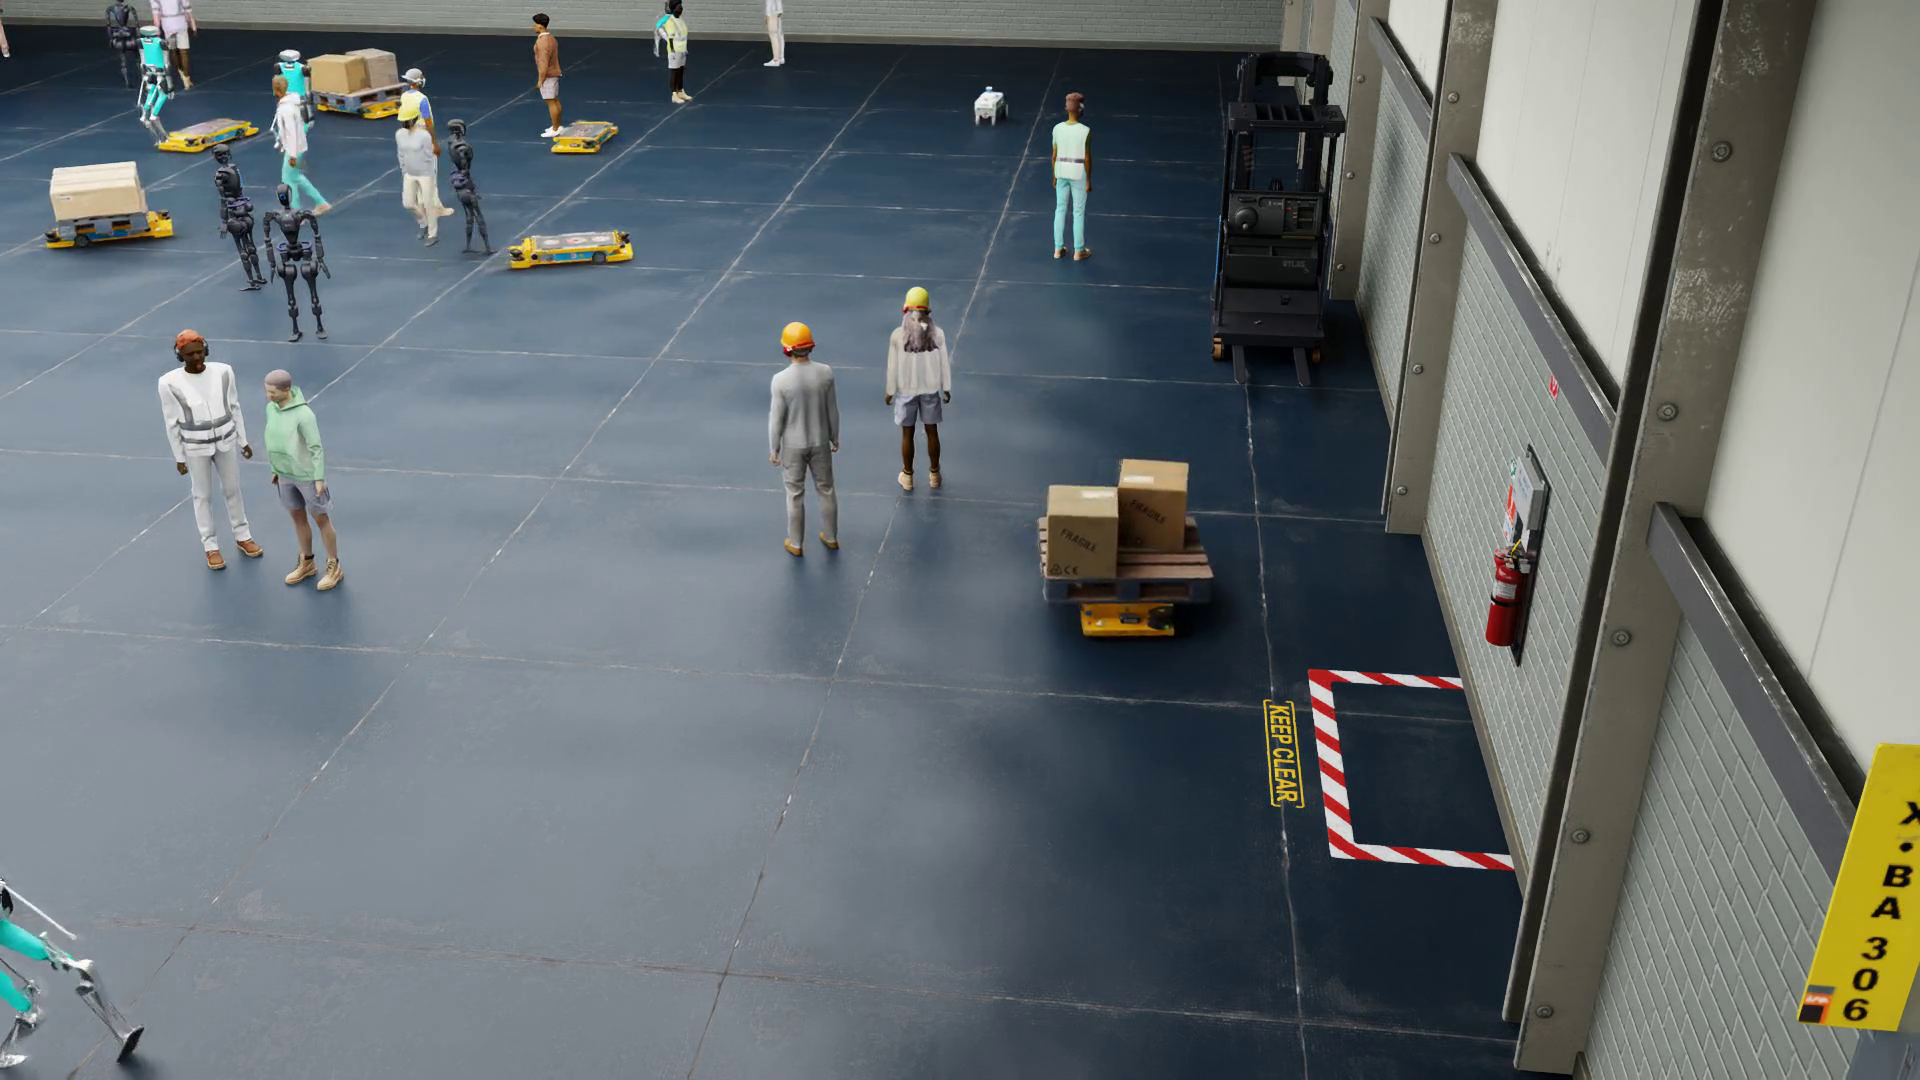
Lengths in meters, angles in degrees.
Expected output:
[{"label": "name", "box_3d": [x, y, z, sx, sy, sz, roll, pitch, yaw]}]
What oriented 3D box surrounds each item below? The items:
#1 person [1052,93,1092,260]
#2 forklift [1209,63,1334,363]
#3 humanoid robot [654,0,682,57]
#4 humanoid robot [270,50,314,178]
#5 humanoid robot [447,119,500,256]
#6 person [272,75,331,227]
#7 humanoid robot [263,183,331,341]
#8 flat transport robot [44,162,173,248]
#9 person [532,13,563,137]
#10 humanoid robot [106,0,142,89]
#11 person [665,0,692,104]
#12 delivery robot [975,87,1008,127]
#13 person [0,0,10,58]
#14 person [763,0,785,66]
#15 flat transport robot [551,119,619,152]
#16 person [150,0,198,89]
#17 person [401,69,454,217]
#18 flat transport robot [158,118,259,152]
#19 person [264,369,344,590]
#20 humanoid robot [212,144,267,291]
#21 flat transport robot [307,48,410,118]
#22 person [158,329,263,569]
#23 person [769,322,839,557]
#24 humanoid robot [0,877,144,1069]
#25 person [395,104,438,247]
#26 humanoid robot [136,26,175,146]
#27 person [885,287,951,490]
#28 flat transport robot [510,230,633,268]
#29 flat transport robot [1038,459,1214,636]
[{"label": "person", "box_3d": [1.330, -4.336, 19.890, 0.486, 1.977, 0.388, 12, 29, 22]}, {"label": "forklift", "box_3d": [3.241, -3.477, 17.183, 1.129, 2.768, 1.873, 3, 27, 6]}, {"label": "humanoid robot", "box_3d": [-5.634, -10.133, 31.727, 0.863, 1.775, 0.600, 9, 28, 17]}, {"label": "humanoid robot", "box_3d": [-9.363, -5.860, 23.268, 0.559, 1.850, 0.761, 6, 27, 11]}, {"label": "humanoid robot", "box_3d": [-5.909, -4.276, 20.112, 0.459, 1.651, 0.604, -12, 29, -22]}, {"label": "person", "box_3d": [-8.538, -4.994, 21.291, 0.597, 1.889, 0.543, -9, 28, -18]}, {"label": "humanoid robot", "box_3d": [-6.903, -2.899, 17.338, 0.599, 1.657, 0.315, -7, 27, -13]}, {"label": "flat transport robot", "box_3d": [-10.725, -3.922, 20.968, 1.431, 0.231, 0.659, -12, 29, -22]}, {"label": "person", "box_3d": [-6.358, -7.194, 25.728, 0.391, 1.855, 0.796, 0, 27, 0]}, {"label": "humanoid robot", "box_3d": [-14.617, -8.782, 29.128, 0.613, 1.628, 0.684, -1, 27, -2]}, {"label": "person", "box_3d": [-4.742, -8.233, 27.977, 0.322, 1.696, 0.534, 9, 28, 17]}, {"label": "delivery robot", "box_3d": [0.473, -6.982, 26.744, 0.499, 0.583, 0.767, 6, 27, 12]}, {"label": "person", "box_3d": [-18.416, -10.055, 31.385, 0.642, 1.908, 0.414, -22, 34, -37]}, {"label": "person", "box_3d": [-3.452, -9.750, 30.811, 0.407, 1.876, 0.499, 10, 28, 19]}, {"label": "flat transport robot", "box_3d": [-5.738, -6.180, 25.476, 0.659, 0.231, 1.431, 2, 27, 4]}, {"label": "person", "box_3d": [-13.746, -8.988, 29.165, 0.653, 1.981, 1.033, -8, 28, -16]}, {"label": "person", "box_3d": [-6.985, -5.150, 21.610, 0.532, 1.893, 0.398, 18, 32, 32]}, {"label": "flat transport robot", "box_3d": [-11.550, -6.228, 25.572, 0.659, 0.231, 1.431, 9, 28, 17]}, {"label": "person", "box_3d": [-4.922, -0.462, 12.421, 0.473, 1.738, 0.338, 11, 29, 20]}, {"label": "humanoid robot", "box_3d": [-8.219, -3.670, 18.883, 0.315, 1.653, 0.599, 1, 27, 1]}, {"label": "flat transport robot", "box_3d": [-9.883, -7.168, 27.447, 1.431, 0.231, 0.659, 16, 31, 28]}, {"label": "person", "box_3d": [-5.743, -0.707, 12.751, 0.572, 1.882, 0.354, -23, 35, -38]}, {"label": "person", "box_3d": [-1.203, -0.775, 12.885, 0.577, 1.888, 0.380, -11, 28, -20]}, {"label": "humanoid robot", "box_3d": [-4.403, 1.834, 7.871, 0.922, 1.789, 0.544, 1, 27, 2]}, {"label": "person", "box_3d": [-6.652, -4.464, 20.396, 0.527, 1.753, 0.368, 8, 28, 15]}, {"label": "humanoid robot", "box_3d": [-12.160, -6.772, 24.986, 0.531, 1.767, 0.699, 8, 28, 15]}, {"label": "person", "box_3d": [-0.349, -1.262, 13.987, 0.554, 1.761, 0.406, -4, 27, -8]}, {"label": "flat transport robot", "box_3d": [-4.716, -3.524, 20.173, 1.431, 0.231, 0.659, -6, 27, -12]}, {"label": "flat transport robot", "box_3d": [1.210, 0.307, 12.525, 0.659, 0.231, 1.431, 0, 27, 0]}]
